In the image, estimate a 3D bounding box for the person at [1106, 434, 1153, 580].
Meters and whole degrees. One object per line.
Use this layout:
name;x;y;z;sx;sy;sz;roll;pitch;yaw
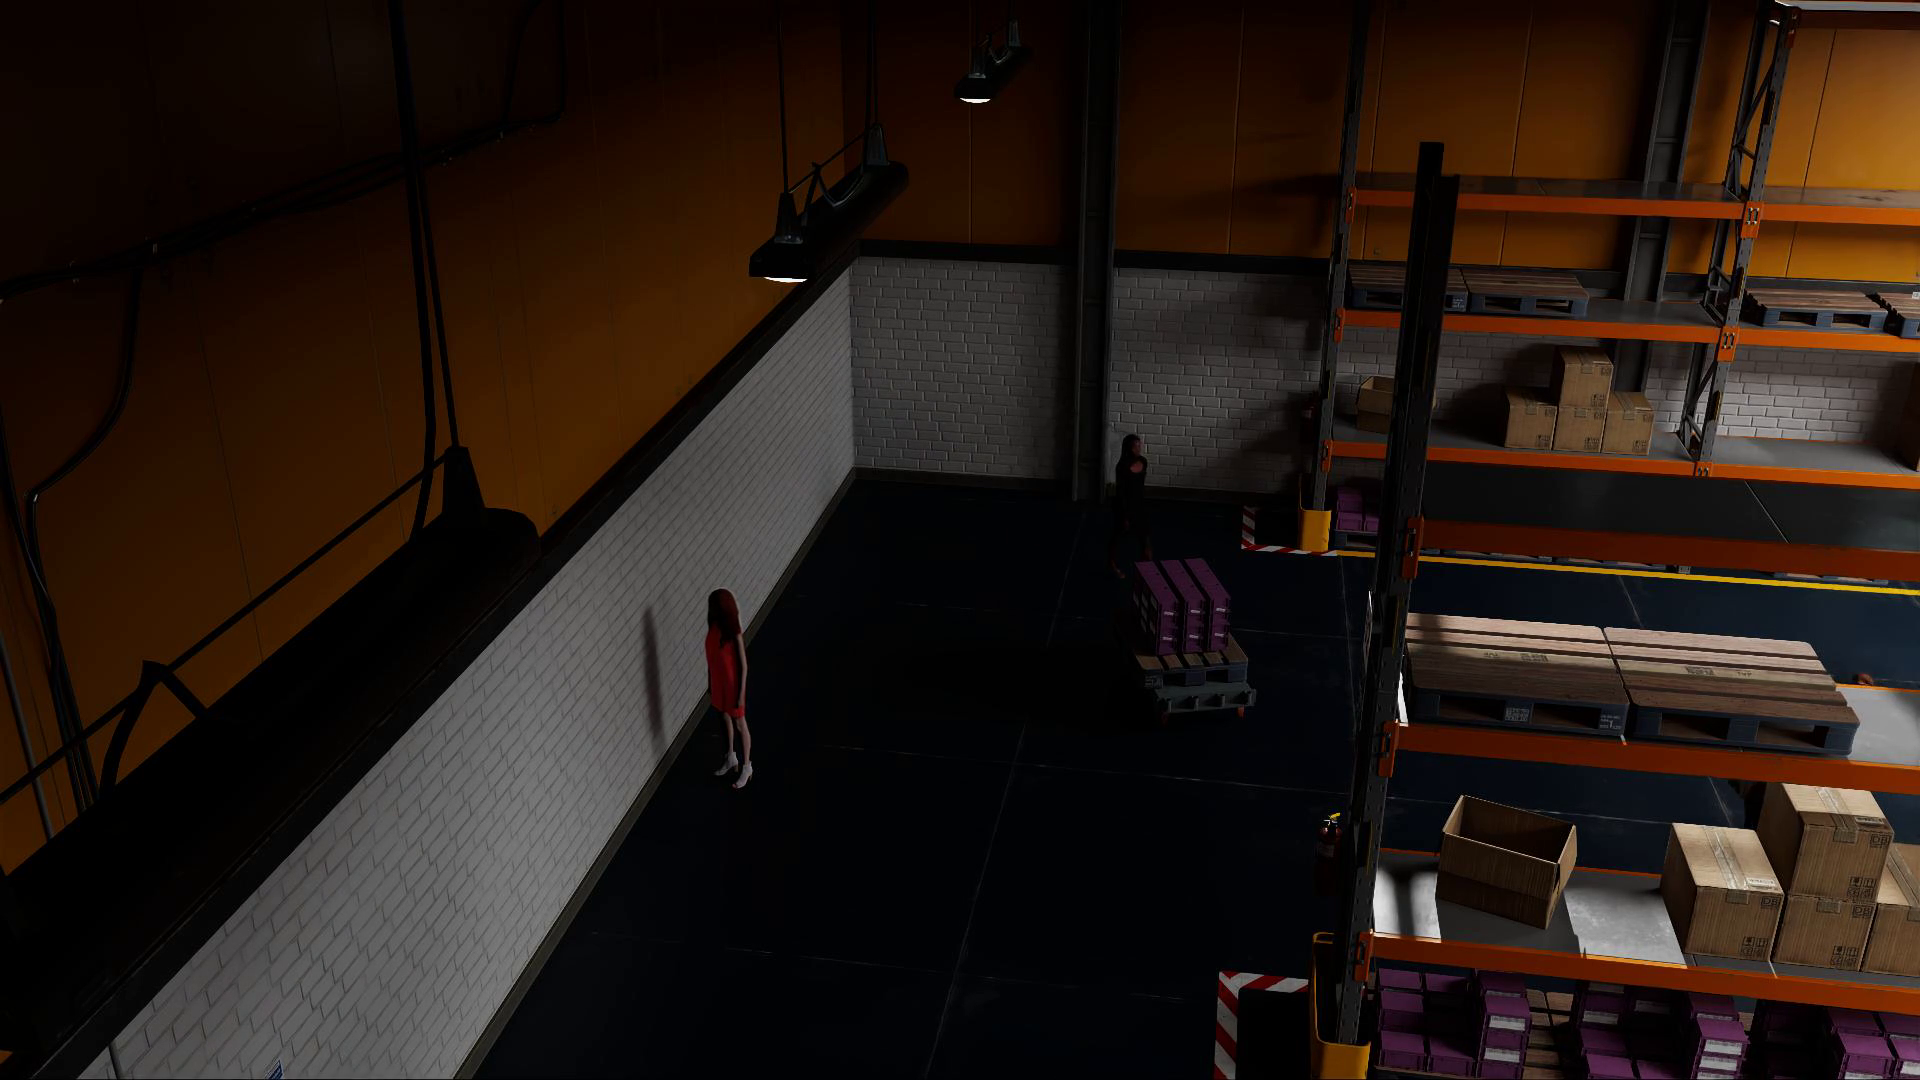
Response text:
person;1.748;-0.335;17.864;1.020;1.688;1.114;-19;30;-37

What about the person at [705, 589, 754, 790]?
person;-1.959;1.242;14.084;0.737;1.826;0.645;-20;31;-39
